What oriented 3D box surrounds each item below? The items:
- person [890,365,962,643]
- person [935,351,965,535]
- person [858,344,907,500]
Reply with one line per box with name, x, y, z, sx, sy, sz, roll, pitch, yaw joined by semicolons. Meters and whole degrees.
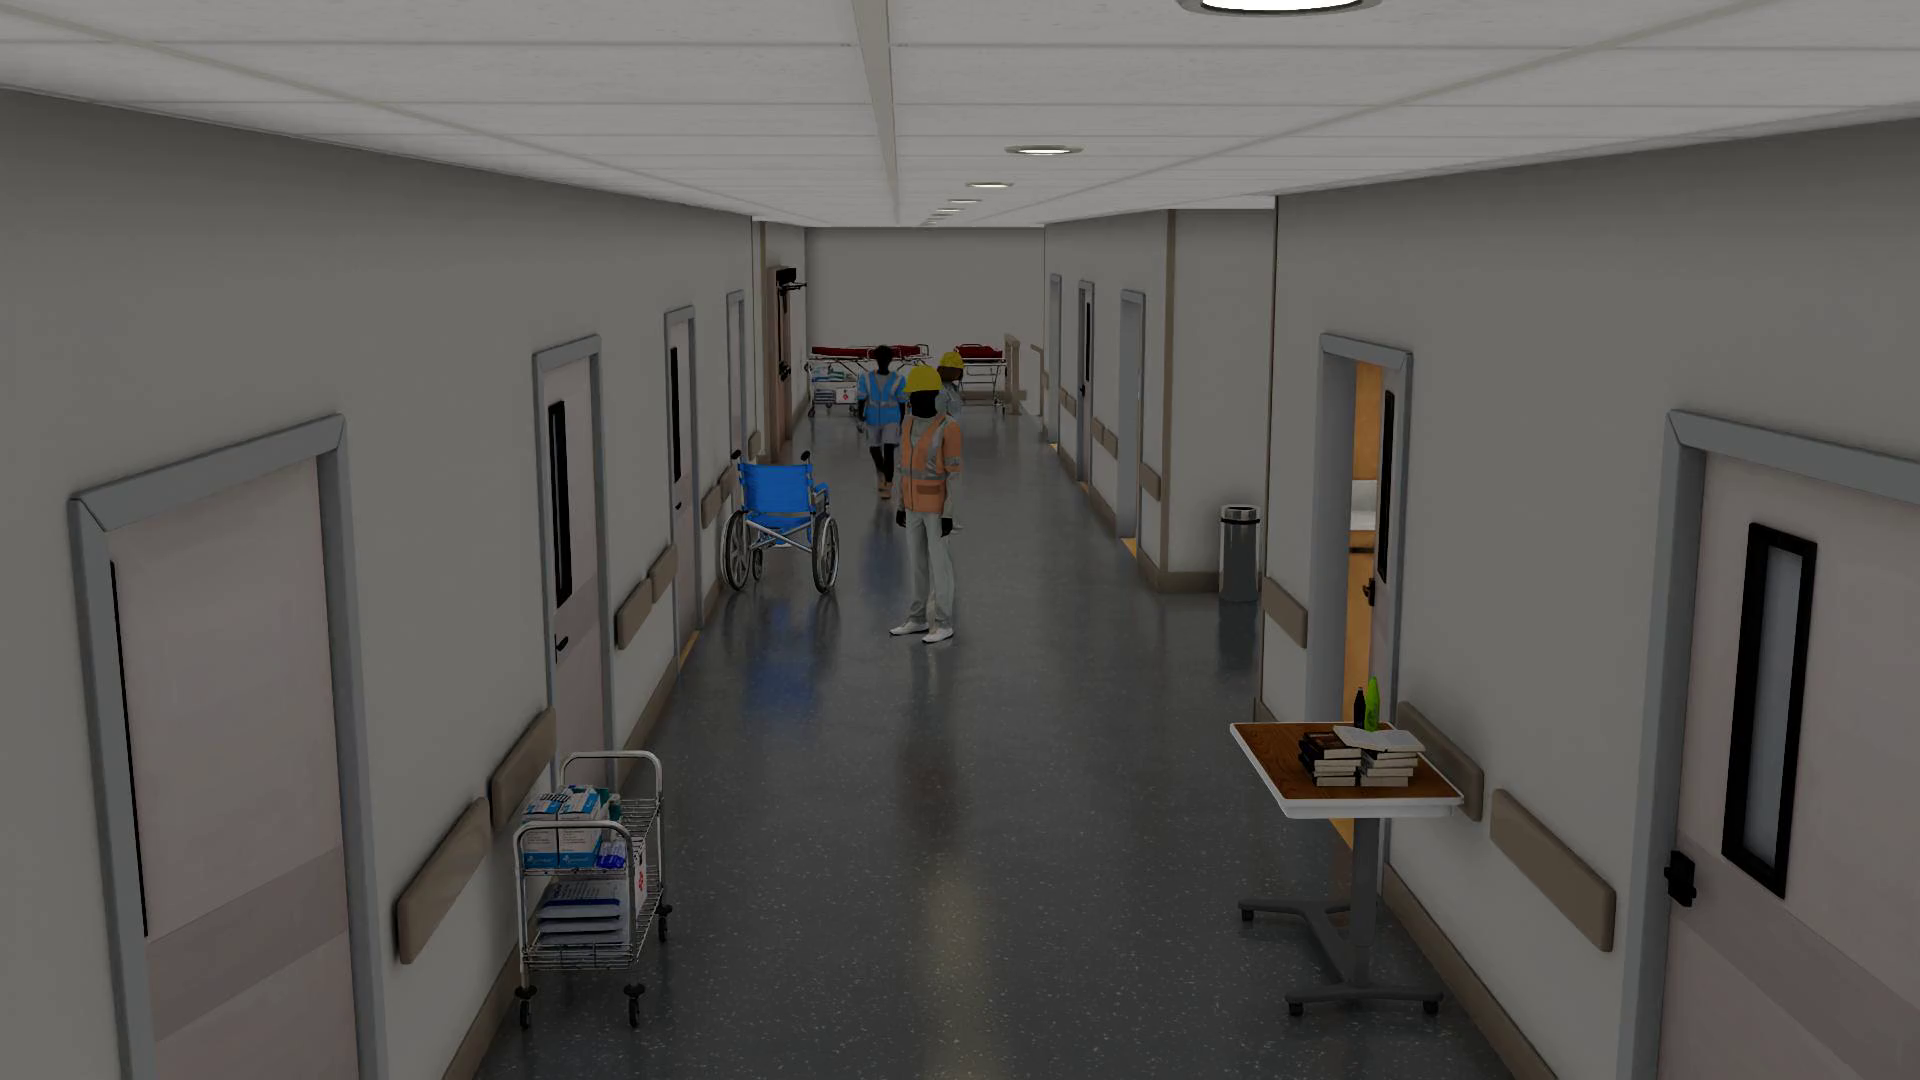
person;-0.236;-0.252;11.581;0.363;1.928;0.587;-9;14;-43
person;-0.101;-0.926;15.851;0.325;1.740;0.492;2;10;12
person;-0.837;-1.315;18.204;0.530;1.672;0.800;2;10;9
